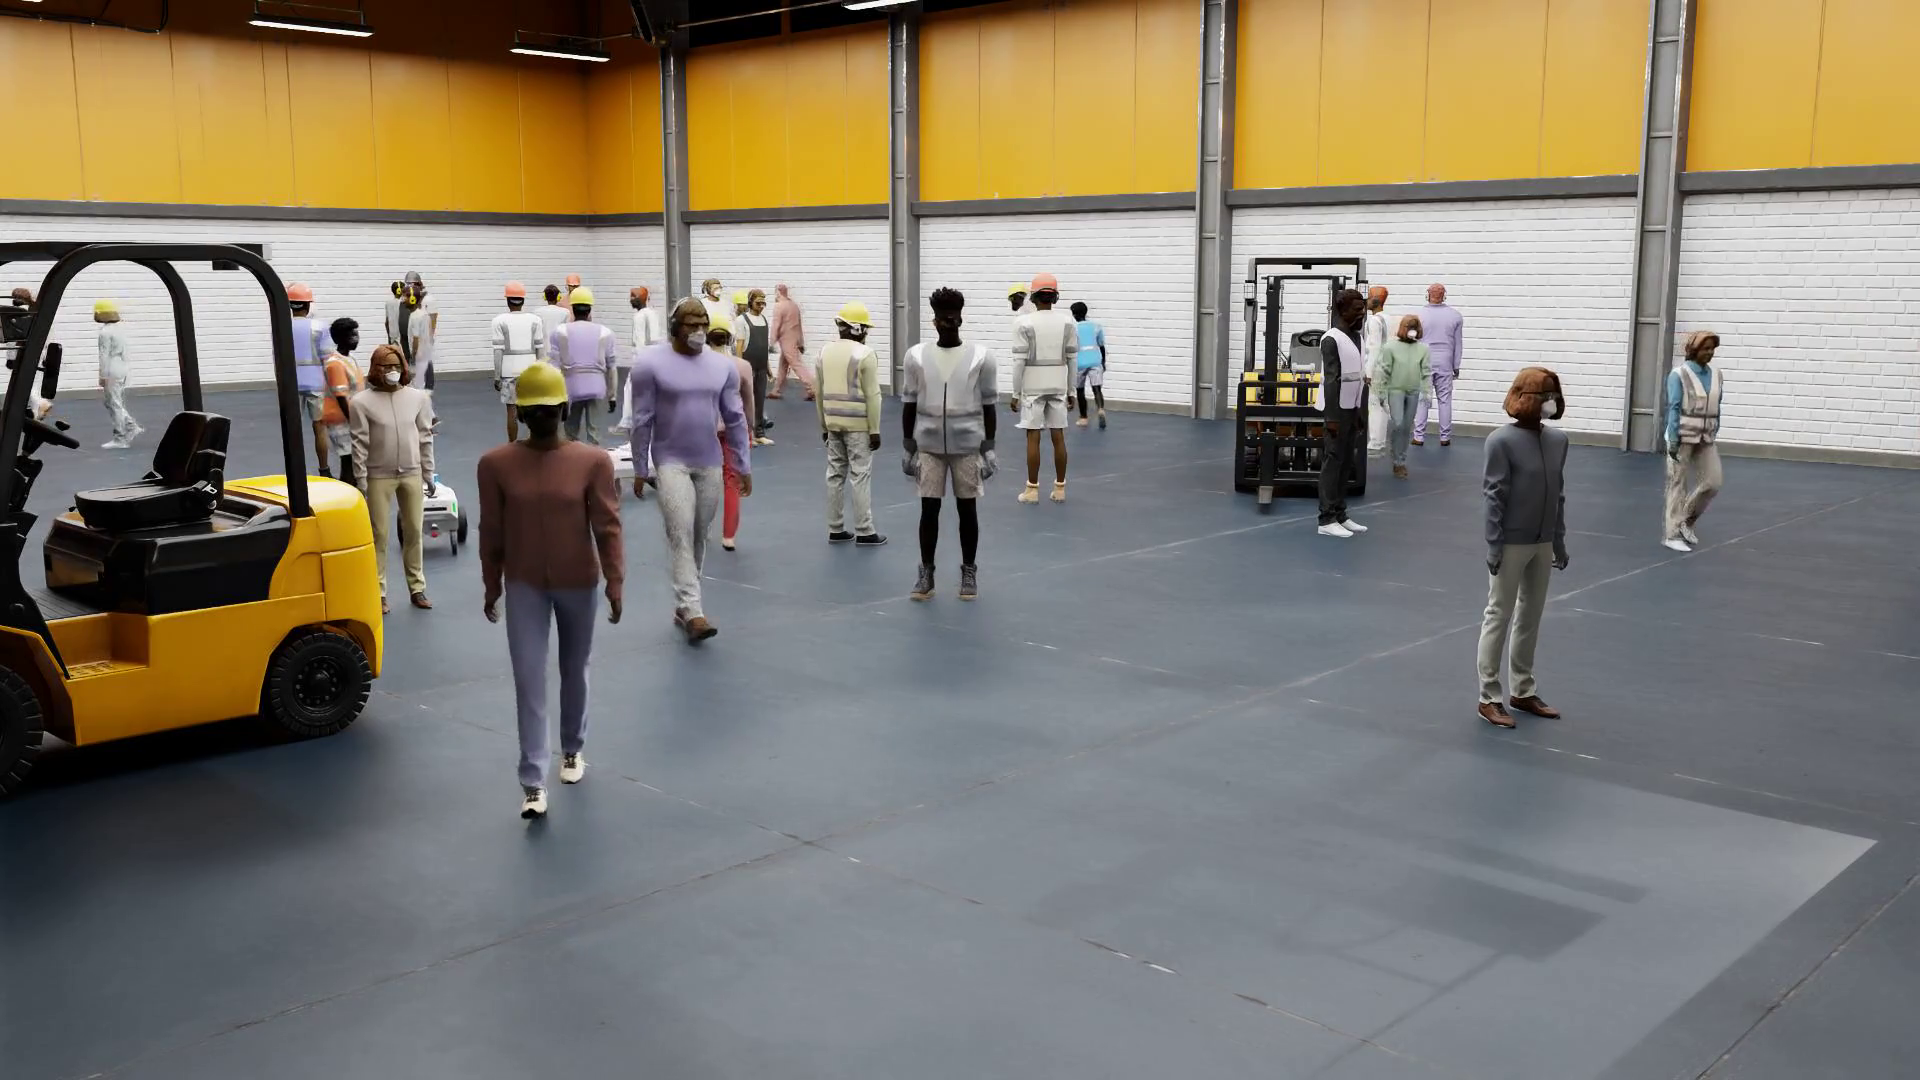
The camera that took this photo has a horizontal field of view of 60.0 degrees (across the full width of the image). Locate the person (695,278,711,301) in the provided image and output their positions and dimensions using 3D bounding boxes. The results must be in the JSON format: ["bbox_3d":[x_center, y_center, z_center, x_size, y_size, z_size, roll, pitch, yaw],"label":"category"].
[{"bbox_3d":[-3.573,-2.778,23.868,0.629,1.936,0.372,-4,10,-21],"label":"person"}]

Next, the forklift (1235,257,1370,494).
[{"bbox_3d":[3.309,-1.629,16.029,1.214,2.155,2.313,2,9,11],"label":"forklift"}]

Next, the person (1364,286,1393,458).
[{"bbox_3d":[4.566,-1.843,18.295,0.352,1.883,0.579,5,10,27],"label":"person"}]

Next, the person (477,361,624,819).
[{"bbox_3d":[-1.568,0.175,6.407,0.545,1.716,0.909,-2,9,-11],"label":"person"}]

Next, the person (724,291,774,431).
[{"bbox_3d":[-2.755,-2.272,21.211,0.598,1.785,0.921,-7,12,-37],"label":"person"}]

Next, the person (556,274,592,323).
[{"bbox_3d":[-6.032,-3.166,26.059,0.622,1.993,0.382,-7,11,-36],"label":"person"}]

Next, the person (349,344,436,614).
[{"bbox_3d":[-3.419,-0.368,10.047,0.494,1.624,0.279,-8,12,-40],"label":"person"}]

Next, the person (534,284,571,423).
[{"bbox_3d":[-5.447,-2.490,22.310,0.535,1.868,0.309,-2,9,-10],"label":"person"}]

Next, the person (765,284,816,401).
[{"bbox_3d":[-2.651,-3.118,26.273,1.058,1.841,0.662,3,10,19],"label":"person"}]

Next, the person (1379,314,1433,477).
[{"bbox_3d":[4.469,-1.426,16.527,0.511,1.612,0.589,-2,9,-11],"label":"person"}]

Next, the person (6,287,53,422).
[{"bbox_3d":[-12.361,-2.438,22.111,0.538,1.828,0.638,2,9,9],"label":"person"}]

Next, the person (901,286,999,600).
[{"bbox_3d":[-0.071,-0.594,10.386,0.612,1.962,0.366,1,9,9],"label":"person"}]

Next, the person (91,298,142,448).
[{"bbox_3d":[-9.799,-1.917,19.188,0.370,1.727,0.505,-1,9,-8],"label":"person"}]

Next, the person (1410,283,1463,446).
[{"bbox_3d":[5.548,-2.050,19.492,0.641,1.909,0.409,1,9,6],"label":"person"}]

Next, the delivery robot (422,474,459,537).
[{"bbox_3d":[-3.895,-0.245,12.269,0.477,0.478,0.707,-3,10,-19],"label":"delivery robot"}]

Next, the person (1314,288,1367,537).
[{"bbox_3d":[2.982,-0.993,12.979,0.392,1.919,0.592,6,11,32],"label":"person"}]

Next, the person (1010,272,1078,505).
[{"bbox_3d":[0.732,-1.329,14.654,0.615,2.043,0.373,-3,10,-18],"label":"person"}]

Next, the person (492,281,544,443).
[{"bbox_3d":[-4.735,-1.794,17.830,0.548,1.938,0.358,-5,11,-30],"label":"person"}]

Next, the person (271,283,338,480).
[{"bbox_3d":[-6.219,-1.463,15.796,0.544,1.939,0.354,-1,9,-6],"label":"person"}]

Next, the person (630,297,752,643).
[{"bbox_3d":[-1.465,-0.391,9.311,0.655,1.904,0.831,-6,11,-32],"label":"person"}]

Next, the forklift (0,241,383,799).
[{"bbox_3d":[-3.706,-0.171,7.093,1.214,2.155,2.313,9,13,43],"label":"forklift"}]

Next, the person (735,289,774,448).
[{"bbox_3d":[-2.390,-2.000,19.390,0.343,1.840,0.506,7,12,38],"label":"person"}]

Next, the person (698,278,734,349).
[{"bbox_3d":[-3.438,-2.688,23.304,0.632,1.940,0.372,-6,11,-32],"label":"person"}]

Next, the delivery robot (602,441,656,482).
[{"bbox_3d":[-2.941,-0.734,15.269,0.707,0.478,0.477,-4,10,-23],"label":"delivery robot"}]

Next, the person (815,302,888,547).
[{"bbox_3d":[-0.811,-0.859,12.446,0.592,1.823,0.404,8,12,39],"label":"person"}]

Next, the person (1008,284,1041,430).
[{"bbox_3d":[0.836,-2.356,21.461,0.487,1.875,0.733,1,9,5],"label":"person"}]

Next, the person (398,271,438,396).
[{"bbox_3d":[-8.896,-3.366,27.152,0.683,2.000,0.537,3,10,15],"label":"person"}]

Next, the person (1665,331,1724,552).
[{"bbox_3d":[5.370,-0.714,12.175,0.522,1.628,0.364,-3,10,-18],"label":"person"}]

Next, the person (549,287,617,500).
[{"bbox_3d":[-3.424,-1.333,15.109,0.614,1.893,0.821,-3,10,-20],"label":"person"}]

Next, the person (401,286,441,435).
[{"bbox_3d":[-6.717,-2.207,20.601,0.389,1.860,0.579,-2,9,-10],"label":"person"}]

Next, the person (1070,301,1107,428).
[{"bbox_3d":[1.658,-2.259,21.517,0.589,1.656,0.746,-2,9,-12],"label":"person"}]

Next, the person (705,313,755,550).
[{"bbox_3d":[-1.816,-0.821,12.466,0.555,1.727,0.829,-3,10,-18],"label":"person"}]

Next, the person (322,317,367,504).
[{"bbox_3d":[-4.962,-0.964,13.500,0.376,1.684,0.539,-1,9,-5],"label":"person"}]

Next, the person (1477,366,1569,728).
[{"bbox_3d":[2.579,0.026,7.589,0.500,1.636,0.285,-5,11,-30],"label":"person"}]

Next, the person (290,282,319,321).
[{"bbox_3d":[-9.635,-2.814,24.277,0.664,1.864,0.933,-2,9,-10],"label":"person"}]

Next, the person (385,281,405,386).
[{"bbox_3d":[-9.273,-3.336,27.508,0.515,1.866,0.333,5,11,30],"label":"person"}]

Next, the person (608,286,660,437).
[{"bbox_3d":[-4.006,-2.194,20.557,0.836,1.854,0.580,3,10,15],"label":"person"}]
